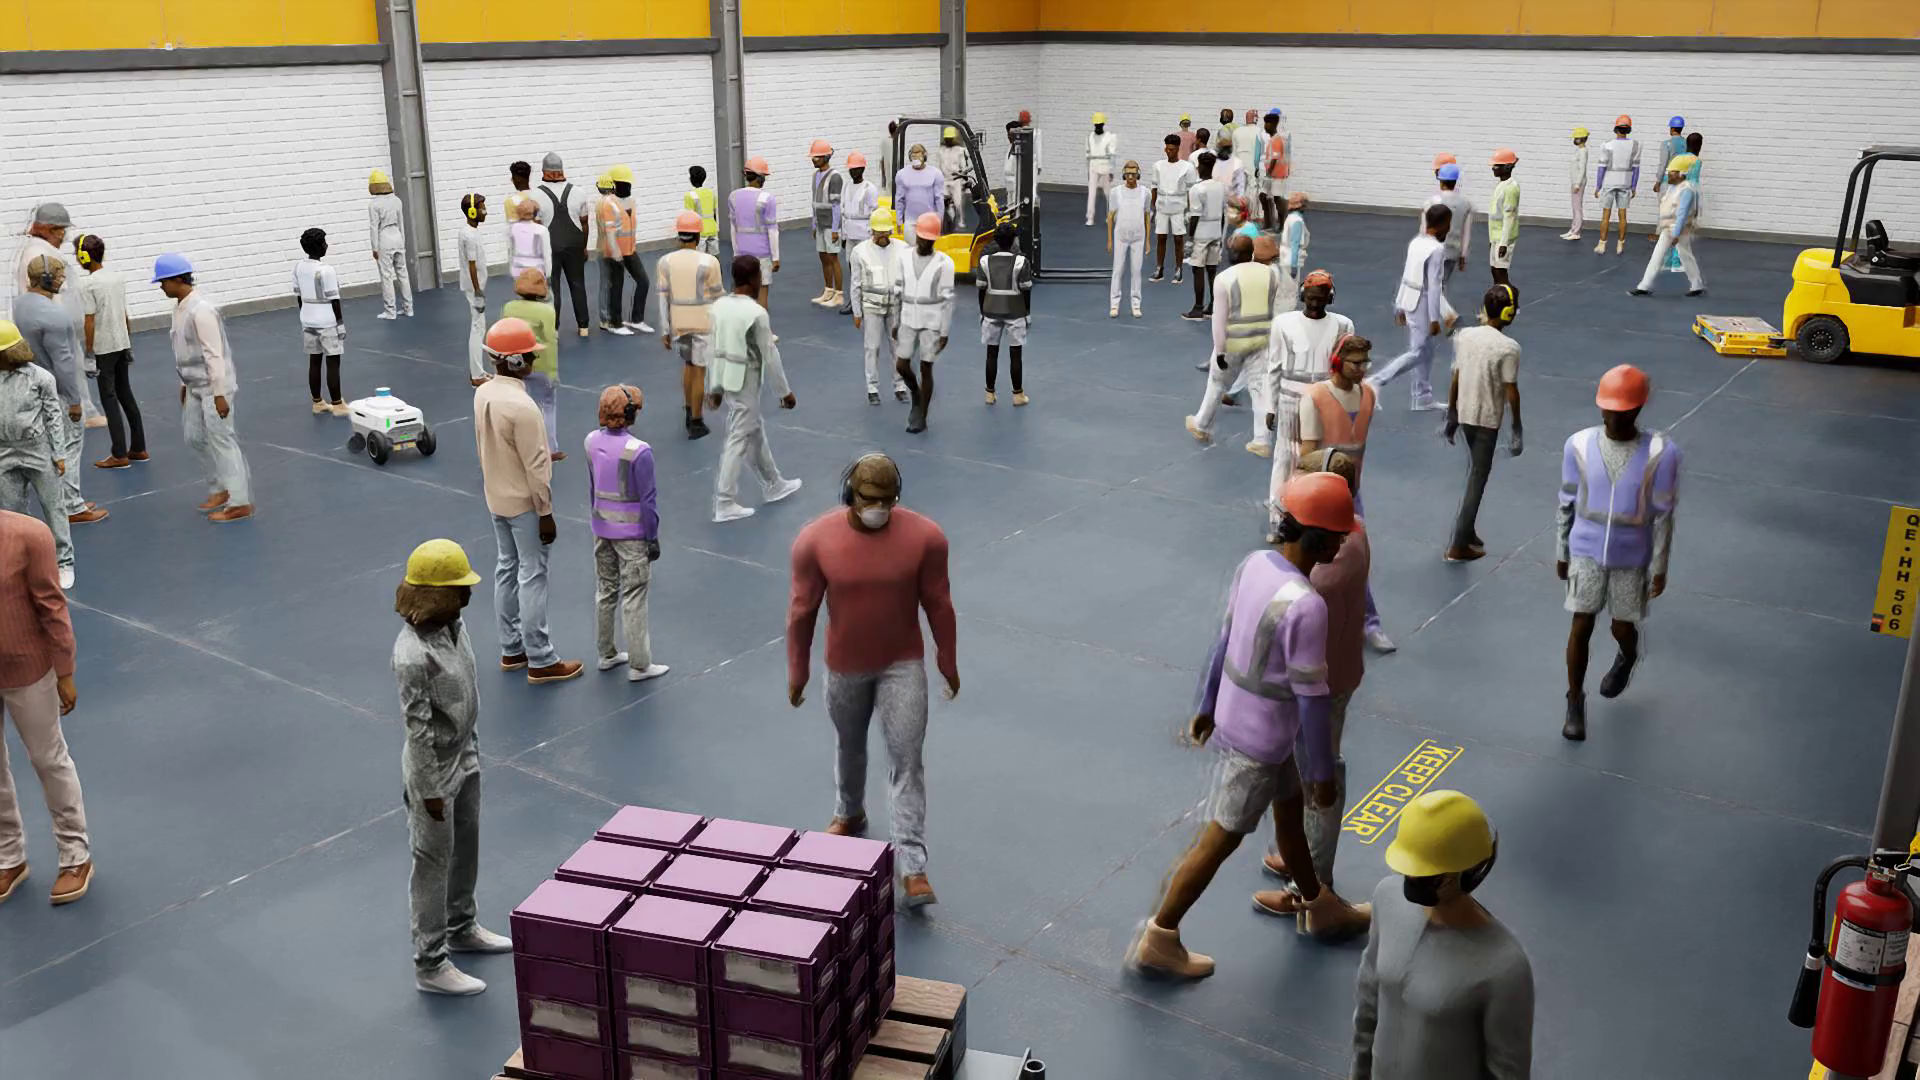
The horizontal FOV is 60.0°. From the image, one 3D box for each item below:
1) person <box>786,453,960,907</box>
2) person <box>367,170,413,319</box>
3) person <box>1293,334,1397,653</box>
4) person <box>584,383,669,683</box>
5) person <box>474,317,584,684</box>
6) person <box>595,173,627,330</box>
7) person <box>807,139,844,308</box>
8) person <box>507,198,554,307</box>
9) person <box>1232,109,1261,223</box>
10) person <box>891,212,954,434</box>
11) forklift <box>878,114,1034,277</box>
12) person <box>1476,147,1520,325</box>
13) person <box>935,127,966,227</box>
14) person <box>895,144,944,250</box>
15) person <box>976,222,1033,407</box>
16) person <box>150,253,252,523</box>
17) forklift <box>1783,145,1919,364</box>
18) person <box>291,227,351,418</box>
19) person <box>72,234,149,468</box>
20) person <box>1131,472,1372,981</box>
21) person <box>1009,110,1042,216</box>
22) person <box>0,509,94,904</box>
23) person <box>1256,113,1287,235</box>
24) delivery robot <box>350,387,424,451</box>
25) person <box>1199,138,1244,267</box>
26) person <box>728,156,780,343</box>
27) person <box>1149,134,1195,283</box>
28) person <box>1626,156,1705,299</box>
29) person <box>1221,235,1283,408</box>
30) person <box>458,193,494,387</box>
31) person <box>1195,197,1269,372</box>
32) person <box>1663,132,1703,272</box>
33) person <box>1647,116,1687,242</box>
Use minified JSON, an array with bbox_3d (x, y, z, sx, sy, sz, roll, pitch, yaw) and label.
[{"bbox_3d":[-0.358,0.542,6.822,0.713,1.873,1.017,-1,18,-3],"label":"person"},{"bbox_3d":[-6.774,-3.487,19.657,0.333,1.735,0.489,10,20,28],"label":"person"},{"bbox_3d":[2.160,-0.270,9.474,0.583,1.808,0.769,-11,21,-30],"label":"person"},{"bbox_3d":[-1.830,-0.037,9.043,0.513,1.631,0.318,13,22,36],"label":"person"},{"bbox_3d":[-2.364,-0.208,8.982,0.377,1.995,0.608,-16,23,-40],"label":"person"},{"bbox_3d":[-3.990,-3.295,19.007,0.327,1.767,0.533,1,18,2],"label":"person"},{"bbox_3d":[-1.659,-3.866,20.373,0.402,2.035,0.600,-12,21,-33],"label":"person"},{"bbox_3d":[-4.567,-2.803,17.698,0.529,1.623,0.387,4,18,12],"label":"person"},{"bbox_3d":[4.967,-6.400,28.492,0.639,1.909,0.409,15,23,39],"label":"person"},{"bbox_3d":[-0.333,-1.852,14.251,0.589,1.913,0.434,7,19,21],"label":"person"},{"bbox_3d":[-0.171,-4.594,22.377,2.313,2.155,1.214,1,18,3],"label":"forklift"},{"bbox_3d":[6.225,-3.498,19.220,0.404,2.035,0.601,1,18,2],"label":"person"},{"bbox_3d":[-0.164,-5.772,26.807,0.494,1.726,0.350,4,18,13],"label":"person"},{"bbox_3d":[-0.515,-4.040,21.084,0.635,1.929,0.385,3,18,10],"label":"person"},{"bbox_3d":[0.412,-2.066,15.280,0.534,1.694,0.319,5,18,16],"label":"person"},{"bbox_3d":[-5.401,-1.084,11.876,0.453,1.918,0.661,-16,24,-40],"label":"person"},{"bbox_3d":[9.803,-2.879,17.013,2.313,2.155,1.214,12,21,33],"label":"forklift"},{"bbox_3d":[-5.693,-1.935,14.864,0.540,1.696,0.316,10,20,29],"label":"person"},{"bbox_3d":[-6.788,-1.497,13.242,0.337,1.858,0.523,3,18,9],"label":"person"},{"bbox_3d":[1.144,0.701,6.204,1.078,1.969,0.650,-2,18,-7],"label":"person"},{"bbox_3d":[1.141,-6.512,28.907,0.582,1.867,0.690,-1,18,-3],"label":"person"},{"bbox_3d":[-3.885,0.535,6.684,0.622,1.982,0.412,-2,18,-7],"label":"person"},{"bbox_3d":[5.028,-5.907,26.896,0.635,1.939,0.641,0,18,0],"label":"person"},{"bbox_3d":[-4.712,-1.009,13.663,0.477,0.478,0.707,-16,24,-41],"label":"delivery robot"},{"bbox_3d":[3.714,-4.798,23.661,0.639,1.792,0.949,0,18,0],"label":"person"},{"bbox_3d":[-2.214,-3.145,18.116,0.612,2.033,0.411,10,20,29],"label":"person"},{"bbox_3d":[2.814,-4.418,22.195,0.613,1.964,0.361,9,20,26],"label":"person"},{"bbox_3d":[9.043,-3.923,20.958,0.941,1.785,0.611,0,18,0],"label":"person"},{"bbox_3d":[2.750,-1.980,15.192,0.889,1.581,0.495,0,18,-1],"label":"person"},{"bbox_3d":[-4.662,-2.409,16.088,0.332,1.864,0.506,-5,18,-16],"label":"person"},{"bbox_3d":[2.895,-2.556,16.692,0.942,1.779,0.619,-1,18,-2],"label":"person"},{"bbox_3d":[10.068,-4.701,23.175,0.401,1.908,0.599,-2,18,-6],"label":"person"},{"bbox_3d":[11.146,-5.649,26.074,0.605,1.948,0.391,-8,19,-23],"label":"person"}]
